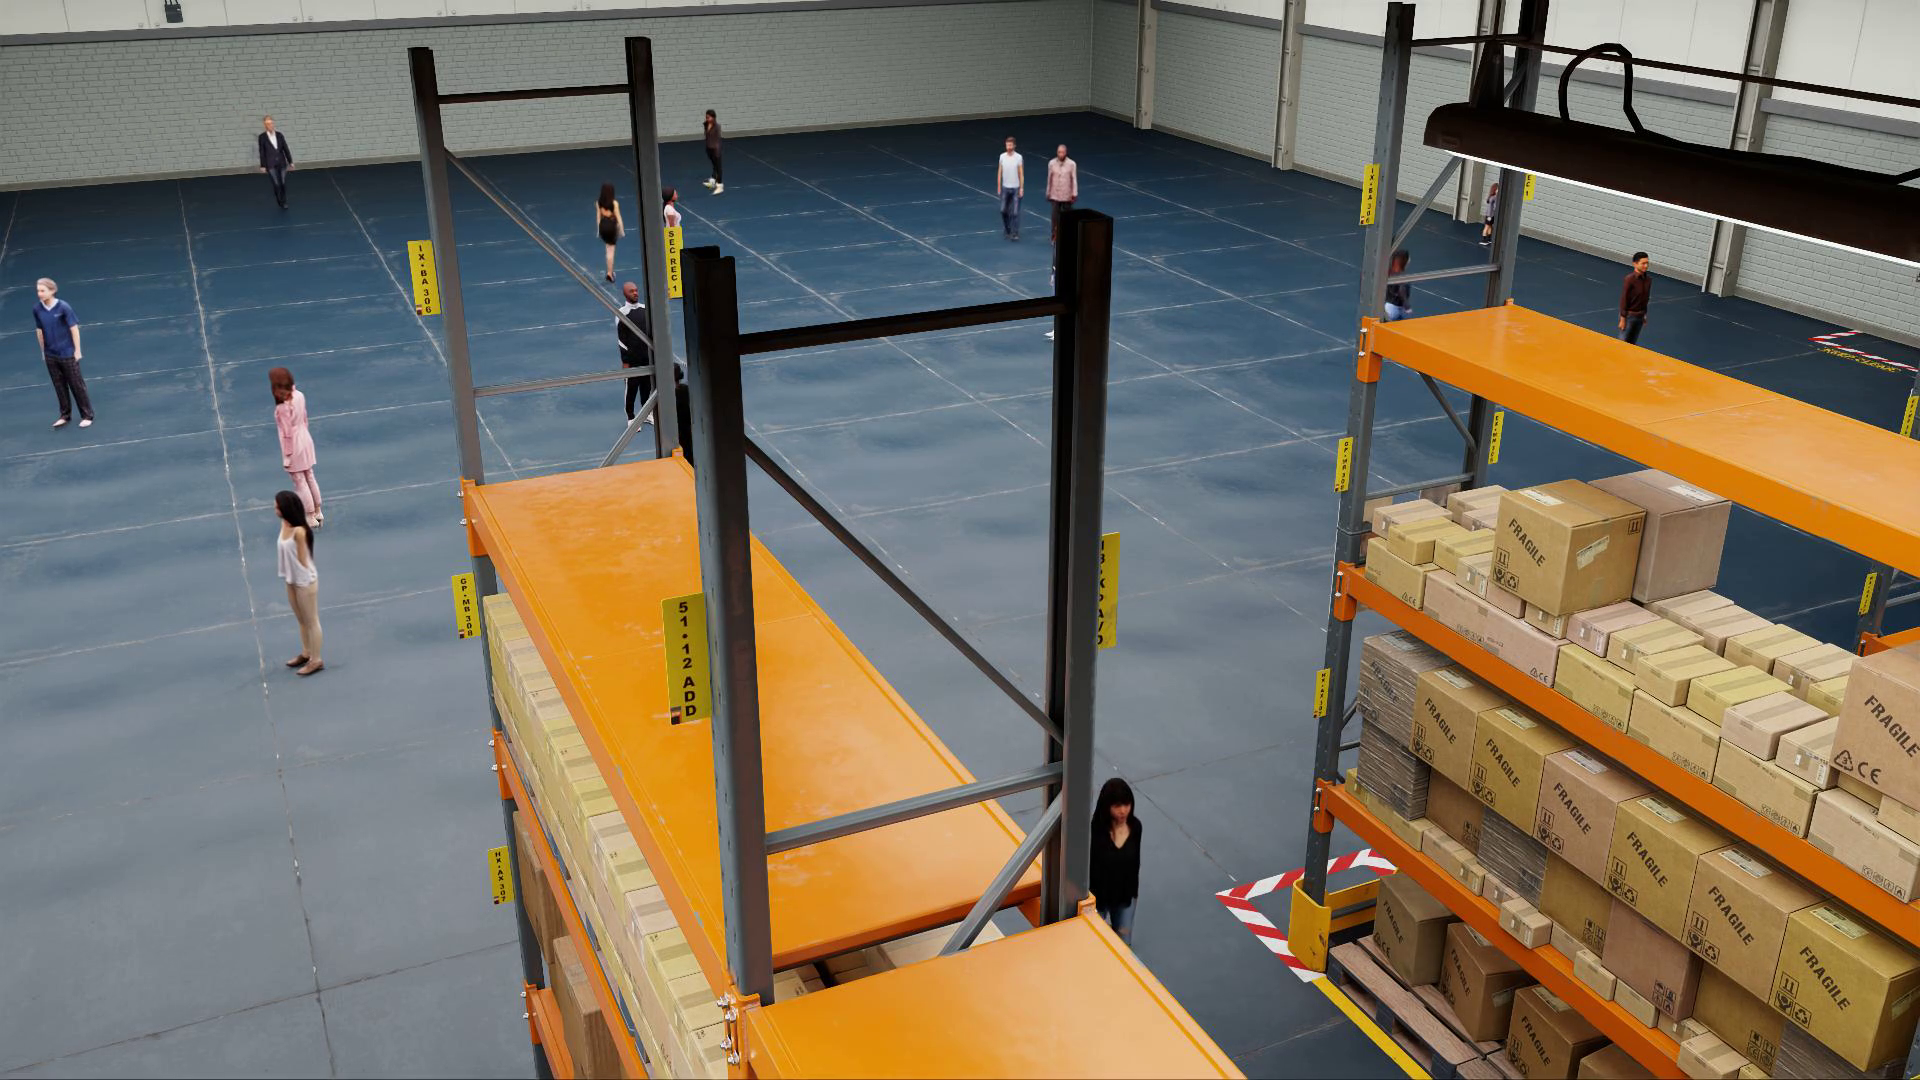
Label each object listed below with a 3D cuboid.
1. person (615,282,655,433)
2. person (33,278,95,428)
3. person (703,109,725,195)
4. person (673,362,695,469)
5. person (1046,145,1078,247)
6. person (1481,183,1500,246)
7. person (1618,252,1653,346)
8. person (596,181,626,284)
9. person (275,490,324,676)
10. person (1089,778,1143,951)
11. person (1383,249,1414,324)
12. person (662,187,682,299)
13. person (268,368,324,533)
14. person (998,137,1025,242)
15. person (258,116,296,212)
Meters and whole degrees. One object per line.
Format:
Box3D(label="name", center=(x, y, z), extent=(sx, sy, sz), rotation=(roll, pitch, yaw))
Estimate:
Box3D(label="person", center=(-3.990, -2.285, 20.445), extent=(0.714, 1.828, 0.734), rotation=(17, 29, 35))
Box3D(label="person", center=(-11.049, -2.308, 20.444), extent=(0.738, 1.871, 0.716), rotation=(1, 23, 3))
Box3D(label="person", center=(-5.093, -7.917, 33.901), extent=(0.801, 1.661, 0.848), rotation=(6, 24, 13))
Box3D(label="person", center=(-2.920, -1.015, 17.569), extent=(0.775, 1.741, 0.880), rotation=(-20, 30, -39))
Box3D(label="person", center=(1.815, -6.145, 29.588), extent=(1.075, 1.775, 1.188), rotation=(5, 24, 12))
Box3D(label="person", center=(9.518, -5.843, 29.738), extent=(0.523, 1.103, 0.523), rotation=(-19, 30, -38))
Box3D(label="person", center=(8.905, -2.954, 22.075), extent=(0.650, 1.782, 0.527), rotation=(-12, 26, -26))
Box3D(label="person", center=(-5.746, -4.976, 27.023), extent=(0.726, 1.631, 0.784), rotation=(7, 24, 17))
Box3D(label="person", center=(-5.739, 0.340, 14.496), extent=(0.634, 1.652, 0.690), rotation=(9, 25, 20))
Box3D(label="person", center=(0.887, 2.150, 10.279), extent=(0.692, 1.621, 1.084), rotation=(-6, 24, -14))
Box3D(label="person", center=(5.871, -3.154, 22.792), extent=(1.040, 1.589, 1.156), rotation=(1, 23, 2))
Box3D(label="person", center=(-4.556, -4.707, 26.252), extent=(0.645, 1.740, 0.486), rotation=(-8, 24, -17))
Box3D(label="person", center=(-6.881, -0.934, 17.302), extent=(0.753, 1.802, 0.651), rotation=(4, 23, 8))
Box3D(label="person", center=(0.969, -6.321, 29.906), extent=(0.781, 1.850, 0.826), rotation=(6, 24, 13))
Box3D(label="person", center=(-13.337, -7.335, 32.380), extent=(0.894, 1.781, 1.156), rotation=(-19, 29, -37))
